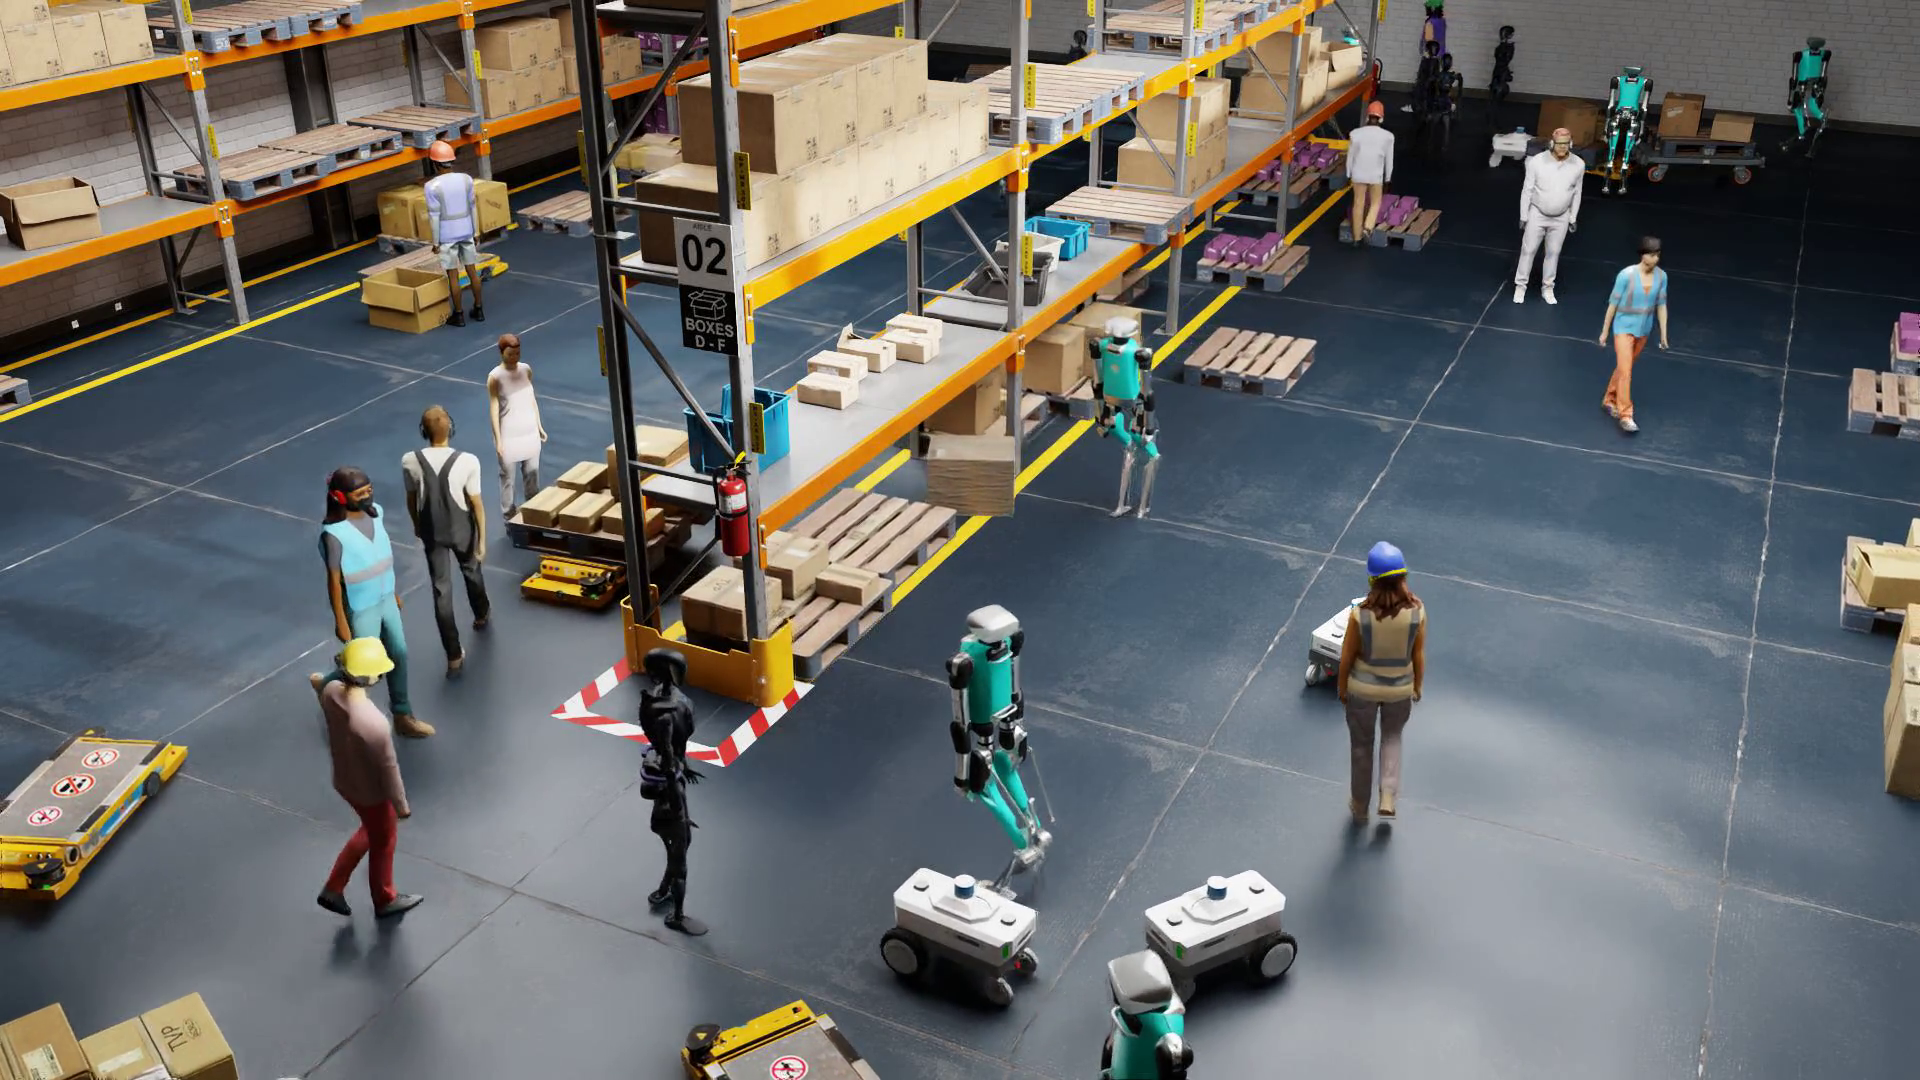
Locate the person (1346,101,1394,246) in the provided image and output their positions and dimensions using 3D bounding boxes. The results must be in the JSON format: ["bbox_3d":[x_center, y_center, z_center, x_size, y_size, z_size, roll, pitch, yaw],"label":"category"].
[{"bbox_3d":[4.889,-4.368,19.940,0.566,1.740,0.465,11,28,22],"label":"person"}]

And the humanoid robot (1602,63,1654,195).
[{"bbox_3d":[8.675,-5.348,21.775,0.533,1.677,0.735,12,29,22],"label":"humanoid robot"}]

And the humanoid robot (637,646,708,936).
[{"bbox_3d":[-1.501,1.280,8.603,0.361,1.652,0.593,-3,27,-7],"label":"humanoid robot"}]

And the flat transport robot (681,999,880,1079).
[{"bbox_3d":[-0.667,2.607,7.512,0.659,0.231,1.431,-16,30,-29],"label":"flat transport robot"}]

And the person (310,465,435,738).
[{"bbox_3d":[-3.715,0.385,10.238,0.719,1.845,0.508,10,28,20],"label":"person"}]

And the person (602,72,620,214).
[{"bbox_3d":[-4.560,-5.099,21.299,0.389,1.847,0.563,-2,26,-5],"label":"person"}]

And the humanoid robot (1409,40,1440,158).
[{"bbox_3d":[6.743,-6.398,24.111,0.336,1.653,0.587,20,33,35],"label":"humanoid robot"}]

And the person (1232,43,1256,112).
[{"bbox_3d":[4.703,-7.524,26.196,0.573,1.855,0.632,-16,30,-29],"label":"person"}]

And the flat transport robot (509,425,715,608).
[{"bbox_3d":[-2.659,0.076,12.625,0.659,0.231,1.431,9,28,17],"label":"flat transport robot"}]

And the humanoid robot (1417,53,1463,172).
[{"bbox_3d":[6.754,-6.010,23.350,0.616,1.641,0.517,-1,26,-2],"label":"humanoid robot"}]

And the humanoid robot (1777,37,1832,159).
[{"bbox_3d":[12.170,-6.253,23.777,0.546,1.733,1.038,-1,26,-2],"label":"humanoid robot"}]

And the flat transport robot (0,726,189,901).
[{"bbox_3d":[-5.147,1.559,9.628,0.659,0.231,1.431,2,26,5],"label":"flat transport robot"}]

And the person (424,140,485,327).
[{"bbox_3d":[-5.275,-3.187,17.333,0.348,1.942,0.543,23,35,39],"label":"person"}]

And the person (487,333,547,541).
[{"bbox_3d":[-3.404,-0.798,12.822,0.285,1.657,0.444,20,33,35],"label":"person"}]

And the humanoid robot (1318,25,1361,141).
[{"bbox_3d":[5.550,-6.745,24.778,0.729,1.806,0.531,16,31,29],"label":"humanoid robot"}]

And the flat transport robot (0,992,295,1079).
[{"bbox_3d":[-3.412,2.841,7.040,1.431,0.231,0.659,-20,32,-34],"label":"flat transport robot"}]

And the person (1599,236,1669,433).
[{"bbox_3d":[6.046,-1.817,14.791,0.528,1.731,0.843,-5,27,-10],"label":"person"}]

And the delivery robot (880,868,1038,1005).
[{"bbox_3d":[0.007,1.972,8.476,0.791,0.598,0.499,15,30,28],"label":"delivery robot"}]

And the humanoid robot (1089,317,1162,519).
[{"bbox_3d":[1.376,-0.956,13.093,0.537,1.791,0.789,17,31,30],"label":"humanoid robot"}]

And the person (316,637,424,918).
[{"bbox_3d":[-3.080,1.274,8.552,0.543,1.738,0.490,23,35,39],"label":"person"}]

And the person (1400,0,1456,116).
[{"bbox_3d":[7.583,-7.742,26.588,0.924,1.894,0.540,18,31,32],"label":"person"}]

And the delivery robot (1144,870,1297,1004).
[{"bbox_3d":[1.303,1.978,8.465,0.798,0.598,0.499,-14,30,-26],"label":"delivery robot"}]

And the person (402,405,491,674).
[{"bbox_3d":[-3.428,-0.071,11.201,0.518,1.799,0.943,-4,27,-9],"label":"person"}]

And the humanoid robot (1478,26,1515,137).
[{"bbox_3d":[8.192,-6.949,25.234,0.356,1.651,0.584,1,26,2],"label":"humanoid robot"}]

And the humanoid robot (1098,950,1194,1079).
[{"bbox_3d":[0.493,2.388,6.361,0.655,1.860,0.542,-8,27,-16],"label":"humanoid robot"}]

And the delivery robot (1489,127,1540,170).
[{"bbox_3d":[7.986,-5.578,23.740,0.805,0.609,0.499,11,28,20],"label":"delivery robot"}]

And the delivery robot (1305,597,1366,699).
[{"bbox_3d":[2.650,0.671,11.106,0.499,0.599,0.784,22,34,37],"label":"delivery robot"}]

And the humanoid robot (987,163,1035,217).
[{"bbox_3d":[0.681,-4.893,21.096,0.630,1.636,0.589,-19,32,-33],"label":"humanoid robot"}]

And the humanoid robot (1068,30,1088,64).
[{"bbox_3d":[1.771,-6.856,25.092,0.771,1.626,0.611,3,26,6],"label":"humanoid robot"}]

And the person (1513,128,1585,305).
[{"bbox_3d":[6.369,-3.491,17.985,0.637,1.910,0.409,2,26,5],"label":"person"}]

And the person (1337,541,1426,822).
[{"bbox_3d":[2.381,0.820,9.431,0.493,1.755,0.387,1,26,2],"label":"person"}]

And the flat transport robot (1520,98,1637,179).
[{"bbox_3d":[8.796,-5.379,23.644,1.431,0.231,0.659,21,33,36],"label":"flat transport robot"}]

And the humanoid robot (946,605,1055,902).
[{"bbox_3d":[0.297,1.264,8.682,0.684,1.888,0.530,20,33,35],"label":"humanoid robot"}]

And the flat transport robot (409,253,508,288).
[{"bbox_3d":[-5.813,-2.987,18.812,0.659,0.231,1.431,10,28,19],"label":"flat transport robot"}]
